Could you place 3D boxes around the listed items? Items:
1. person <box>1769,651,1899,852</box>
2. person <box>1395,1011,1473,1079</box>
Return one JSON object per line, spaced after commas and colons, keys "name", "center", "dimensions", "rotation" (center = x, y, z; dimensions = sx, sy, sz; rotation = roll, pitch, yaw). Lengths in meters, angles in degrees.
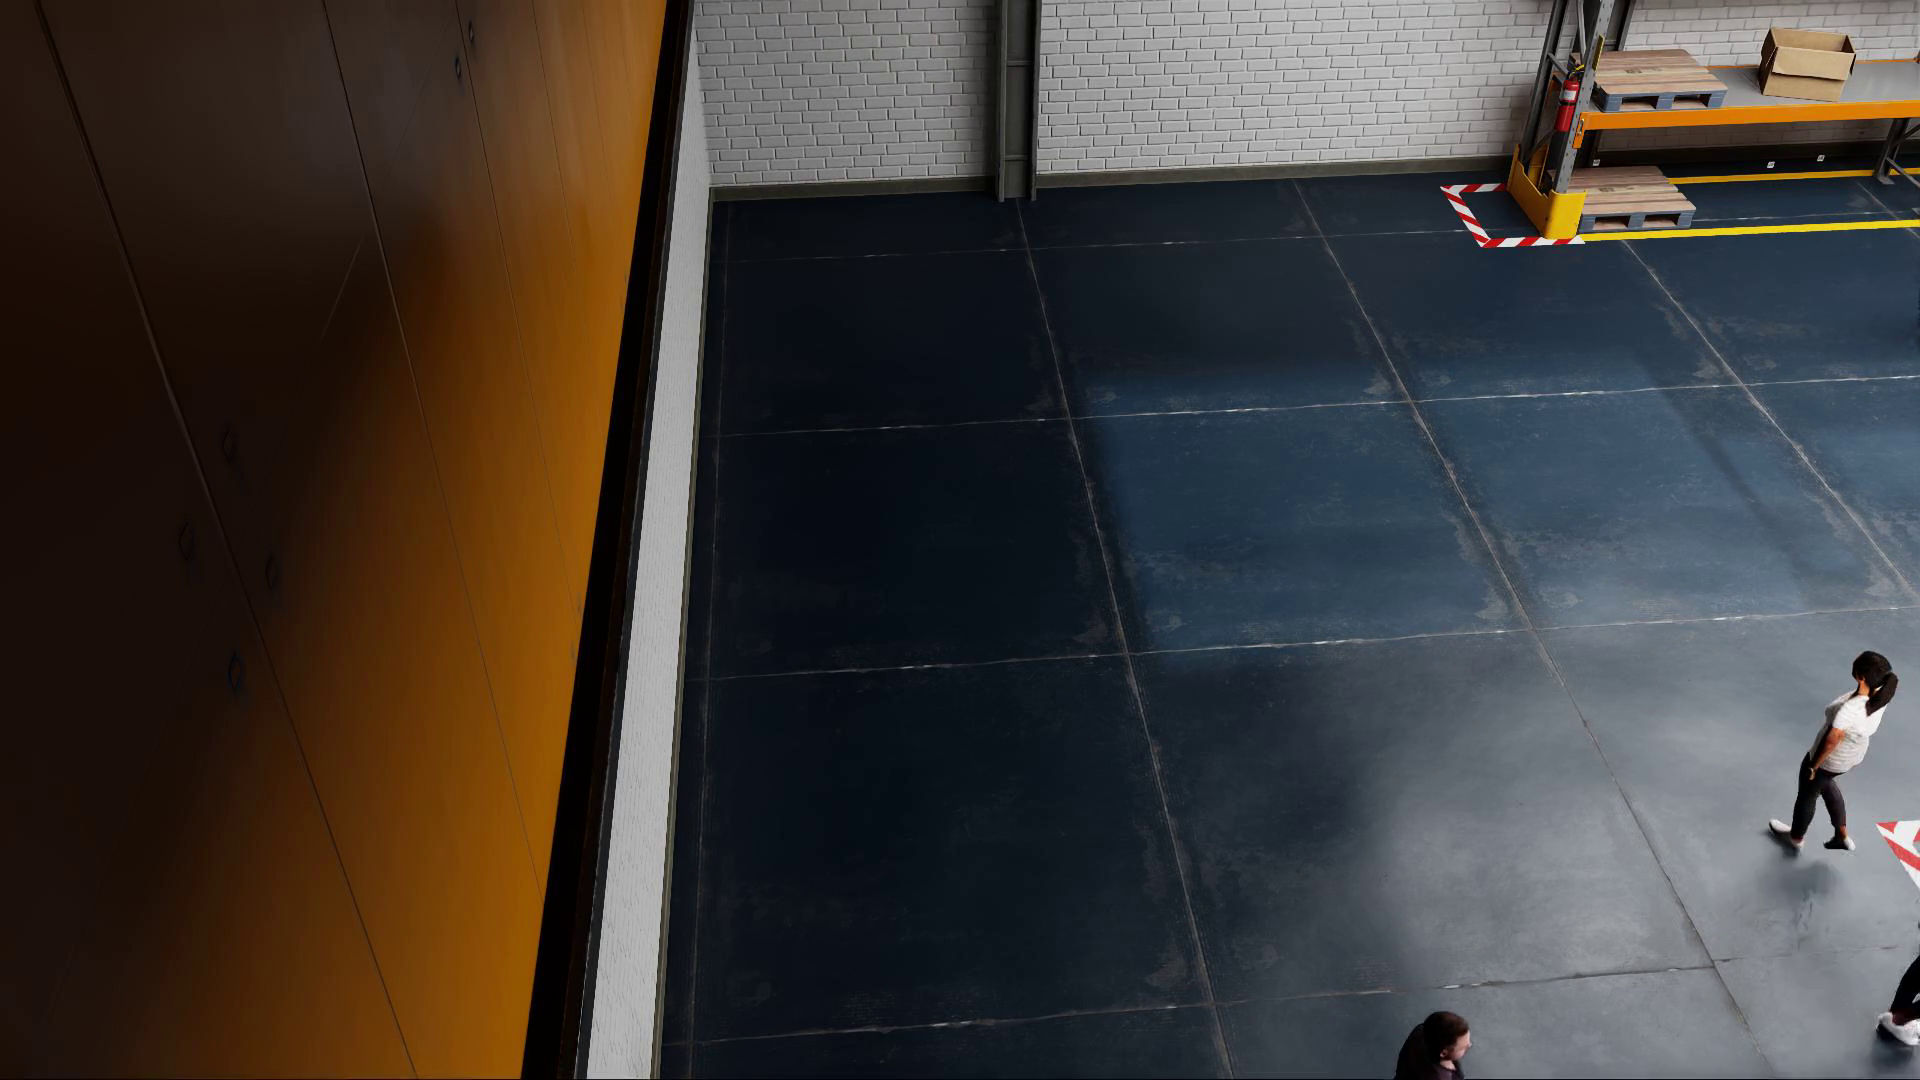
{"name": "person", "center": [5.334, 1.339, 9.988], "dimensions": [0.779, 1.633, 0.805], "rotation": [-20, 43, -23]}
{"name": "person", "center": [2.084, 2.837, 7.973], "dimensions": [1.210, 1.808, 0.817], "rotation": [3, 39, 3]}
